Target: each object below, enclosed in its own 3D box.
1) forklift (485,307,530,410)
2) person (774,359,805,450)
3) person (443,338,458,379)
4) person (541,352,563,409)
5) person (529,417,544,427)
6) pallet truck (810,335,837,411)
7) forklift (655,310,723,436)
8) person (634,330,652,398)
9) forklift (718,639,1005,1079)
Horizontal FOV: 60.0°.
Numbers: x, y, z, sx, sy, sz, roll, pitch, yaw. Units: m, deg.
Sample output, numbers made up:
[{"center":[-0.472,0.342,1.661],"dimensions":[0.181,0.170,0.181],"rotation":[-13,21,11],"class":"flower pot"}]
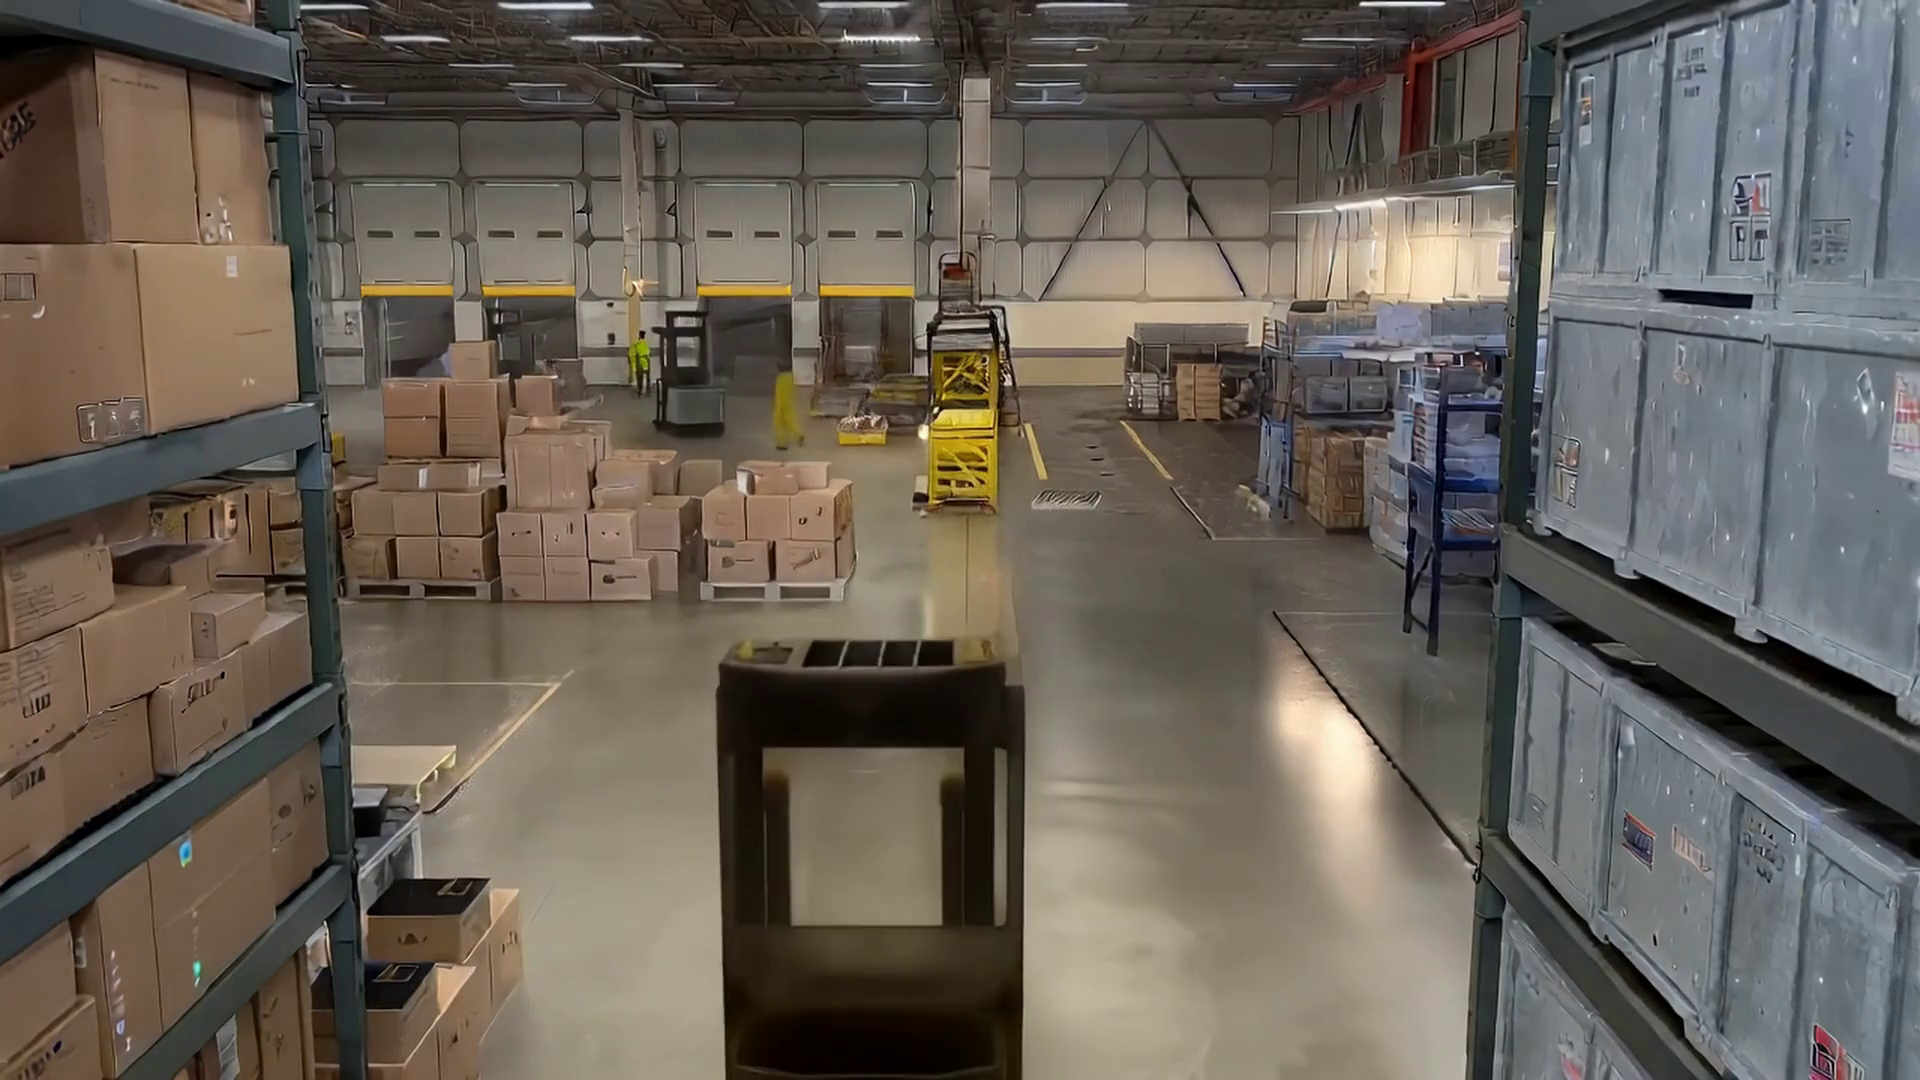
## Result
[{"center":[-10.754,-4.150,39.646],"dimensions":[1.129,2.768,1.873],"rotation":[0,10,1],"class":"forklift"},{"center":[-3.604,-2.812,34.698],"dimensions":[0.561,1.926,0.632],"rotation":[4,11,22],"class":"person"},{"center":[-12.979,-4.207,42.693],"dimensions":[0.633,1.936,0.353],"rotation":[6,11,30],"class":"person"},{"center":[-10.486,-3.987,42.422],"dimensions":[0.880,1.593,0.541],"rotation":[5,11,27],"class":"person"},{"center":[-5.832,-0.773,23.110],"dimensions":[1.001,1.857,0.593],"rotation":[5,11,27],"class":"person"},{"center":[-3.021,-4.312,43.126],"dimensions":[1.885,1.965,0.823],"rotation":[3,10,17],"class":"pallet truck"},{"center":[-6.183,-3.833,37.814],"dimensions":[1.129,2.768,1.873],"rotation":[-5,11,-25],"class":"forklift"},{"center":[-9.021,-5.003,47.330],"dimensions":[0.543,1.928,0.393],"rotation":[3,10,15],"class":"person"},{"center":[-0.316,1.728,5.731],"dimensions":[1.129,2.768,1.873],"rotation":[0,10,1],"class":"forklift"}]
